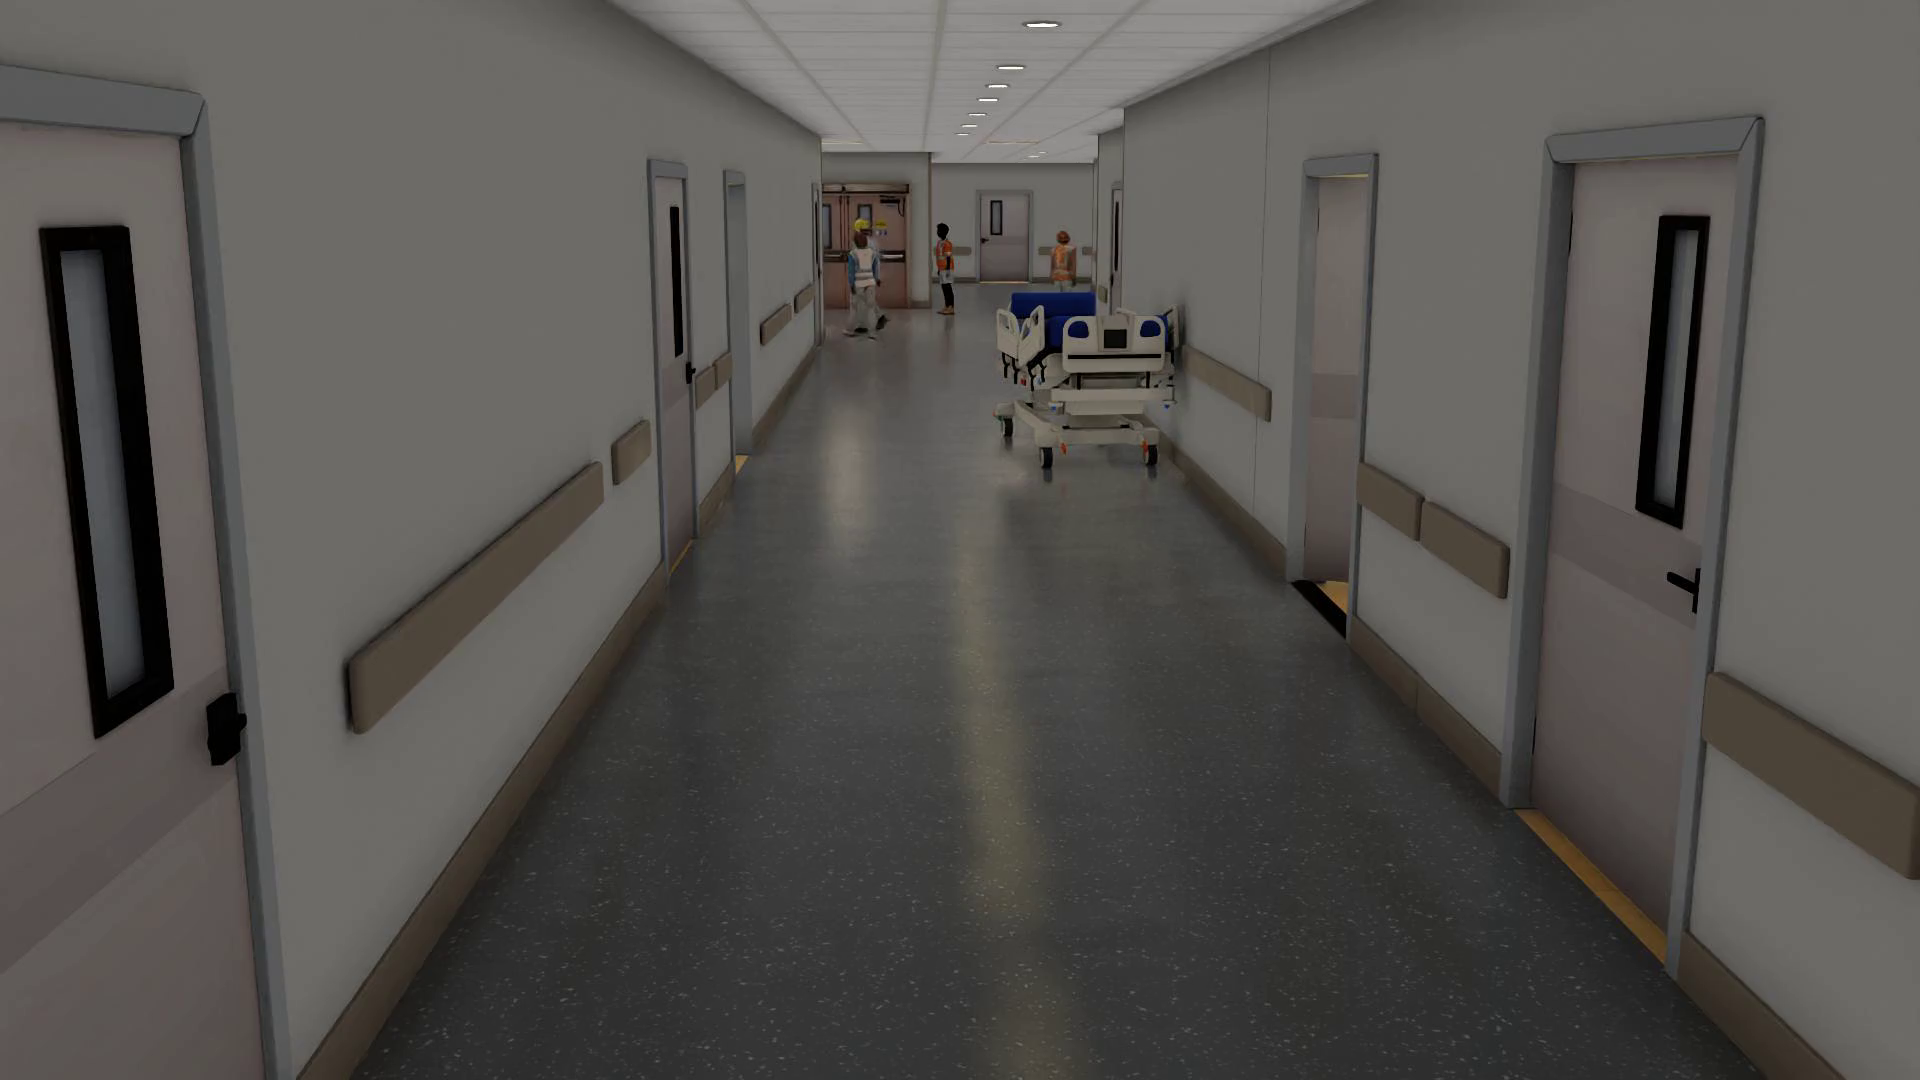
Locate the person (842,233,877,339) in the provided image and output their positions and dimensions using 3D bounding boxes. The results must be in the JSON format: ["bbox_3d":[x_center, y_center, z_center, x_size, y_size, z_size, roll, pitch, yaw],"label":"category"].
[{"bbox_3d":[-1.535,-3.920,25.663,0.521,1.609,0.757,-6,13,-27],"label":"person"}]

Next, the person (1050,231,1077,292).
[{"bbox_3d":[1.706,-4.258,27.297,0.598,1.605,0.409,9,15,37],"label":"person"}]

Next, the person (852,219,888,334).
[{"bbox_3d":[-1.497,-4.187,26.449,0.515,1.812,0.618,7,14,32],"label":"person"}]

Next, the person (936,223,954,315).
[{"bbox_3d":[-0.279,-5.027,30.852,0.319,1.692,0.564,-4,12,-17],"label":"person"}]
